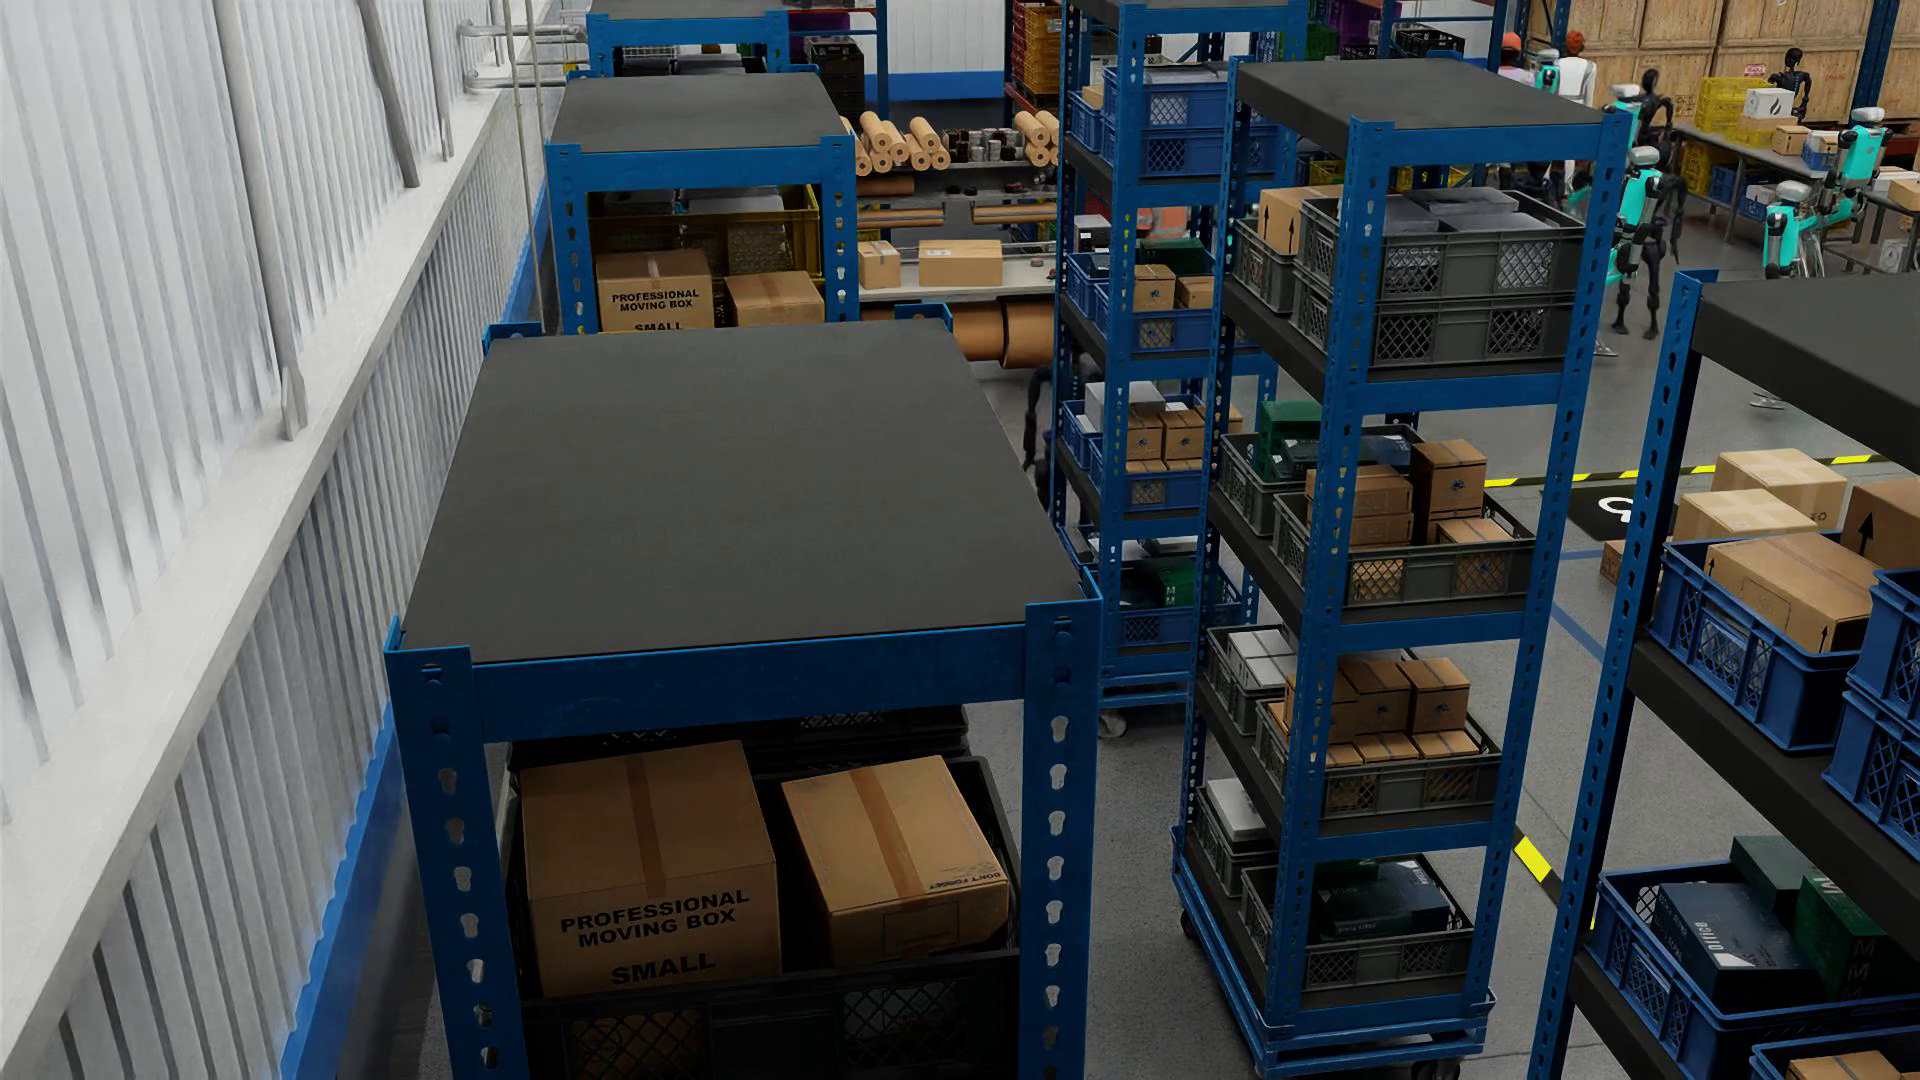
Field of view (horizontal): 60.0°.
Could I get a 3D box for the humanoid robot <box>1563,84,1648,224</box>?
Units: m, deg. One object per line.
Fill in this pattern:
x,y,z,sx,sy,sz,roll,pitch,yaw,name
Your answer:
6.265,-3.597,16.429,0.542,1.844,0.720,-13,28,-25,humanoid robot

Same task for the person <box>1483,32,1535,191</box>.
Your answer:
5.660,-4.289,17.505,0.613,2.038,0.393,6,25,13,person

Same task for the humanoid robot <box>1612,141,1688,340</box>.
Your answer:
5.820,-2.547,14.142,0.598,1.643,0.423,4,25,10,humanoid robot

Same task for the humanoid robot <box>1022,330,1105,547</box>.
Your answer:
0.625,-0.439,9.567,0.589,1.639,0.474,0,25,-1,humanoid robot

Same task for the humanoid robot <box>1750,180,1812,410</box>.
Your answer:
6.204,-1.771,12.230,0.735,1.677,0.533,16,29,31,humanoid robot

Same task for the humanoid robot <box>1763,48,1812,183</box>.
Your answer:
9.326,-4.734,18.886,0.599,1.657,0.315,-3,25,-6,humanoid robot

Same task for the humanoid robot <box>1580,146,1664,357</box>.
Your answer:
5.185,-2.328,13.441,0.735,1.677,0.533,0,25,0,humanoid robot

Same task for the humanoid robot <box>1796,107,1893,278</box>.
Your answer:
7.975,-3.159,15.248,0.533,1.677,0.735,-8,26,-16,humanoid robot

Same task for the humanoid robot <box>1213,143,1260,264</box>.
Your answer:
2.515,-2.725,14.520,0.538,1.776,0.985,-3,25,-6,humanoid robot

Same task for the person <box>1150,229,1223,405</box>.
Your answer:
1.459,-1.104,10.804,0.597,1.849,0.388,-4,25,-9,person

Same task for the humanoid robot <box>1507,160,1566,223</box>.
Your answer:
5.364,-3.212,15.610,0.589,1.640,0.482,-3,25,-7,humanoid robot

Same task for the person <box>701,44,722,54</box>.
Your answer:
-2.683,-4.551,18.309,0.619,1.845,0.431,-20,31,-36,person

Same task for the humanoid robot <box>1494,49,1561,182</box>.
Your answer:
6.150,-4.491,18.271,0.684,1.765,0.530,7,26,14,humanoid robot

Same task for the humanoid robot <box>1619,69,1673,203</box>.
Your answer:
7.249,-4.167,17.712,0.609,1.631,0.734,13,28,25,humanoid robot

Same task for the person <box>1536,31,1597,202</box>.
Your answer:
6.789,-4.747,18.694,0.571,1.875,0.338,4,25,9,person

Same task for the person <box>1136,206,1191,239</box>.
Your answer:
1.582,-2.261,13.184,0.601,1.965,0.368,-16,29,-31,person
